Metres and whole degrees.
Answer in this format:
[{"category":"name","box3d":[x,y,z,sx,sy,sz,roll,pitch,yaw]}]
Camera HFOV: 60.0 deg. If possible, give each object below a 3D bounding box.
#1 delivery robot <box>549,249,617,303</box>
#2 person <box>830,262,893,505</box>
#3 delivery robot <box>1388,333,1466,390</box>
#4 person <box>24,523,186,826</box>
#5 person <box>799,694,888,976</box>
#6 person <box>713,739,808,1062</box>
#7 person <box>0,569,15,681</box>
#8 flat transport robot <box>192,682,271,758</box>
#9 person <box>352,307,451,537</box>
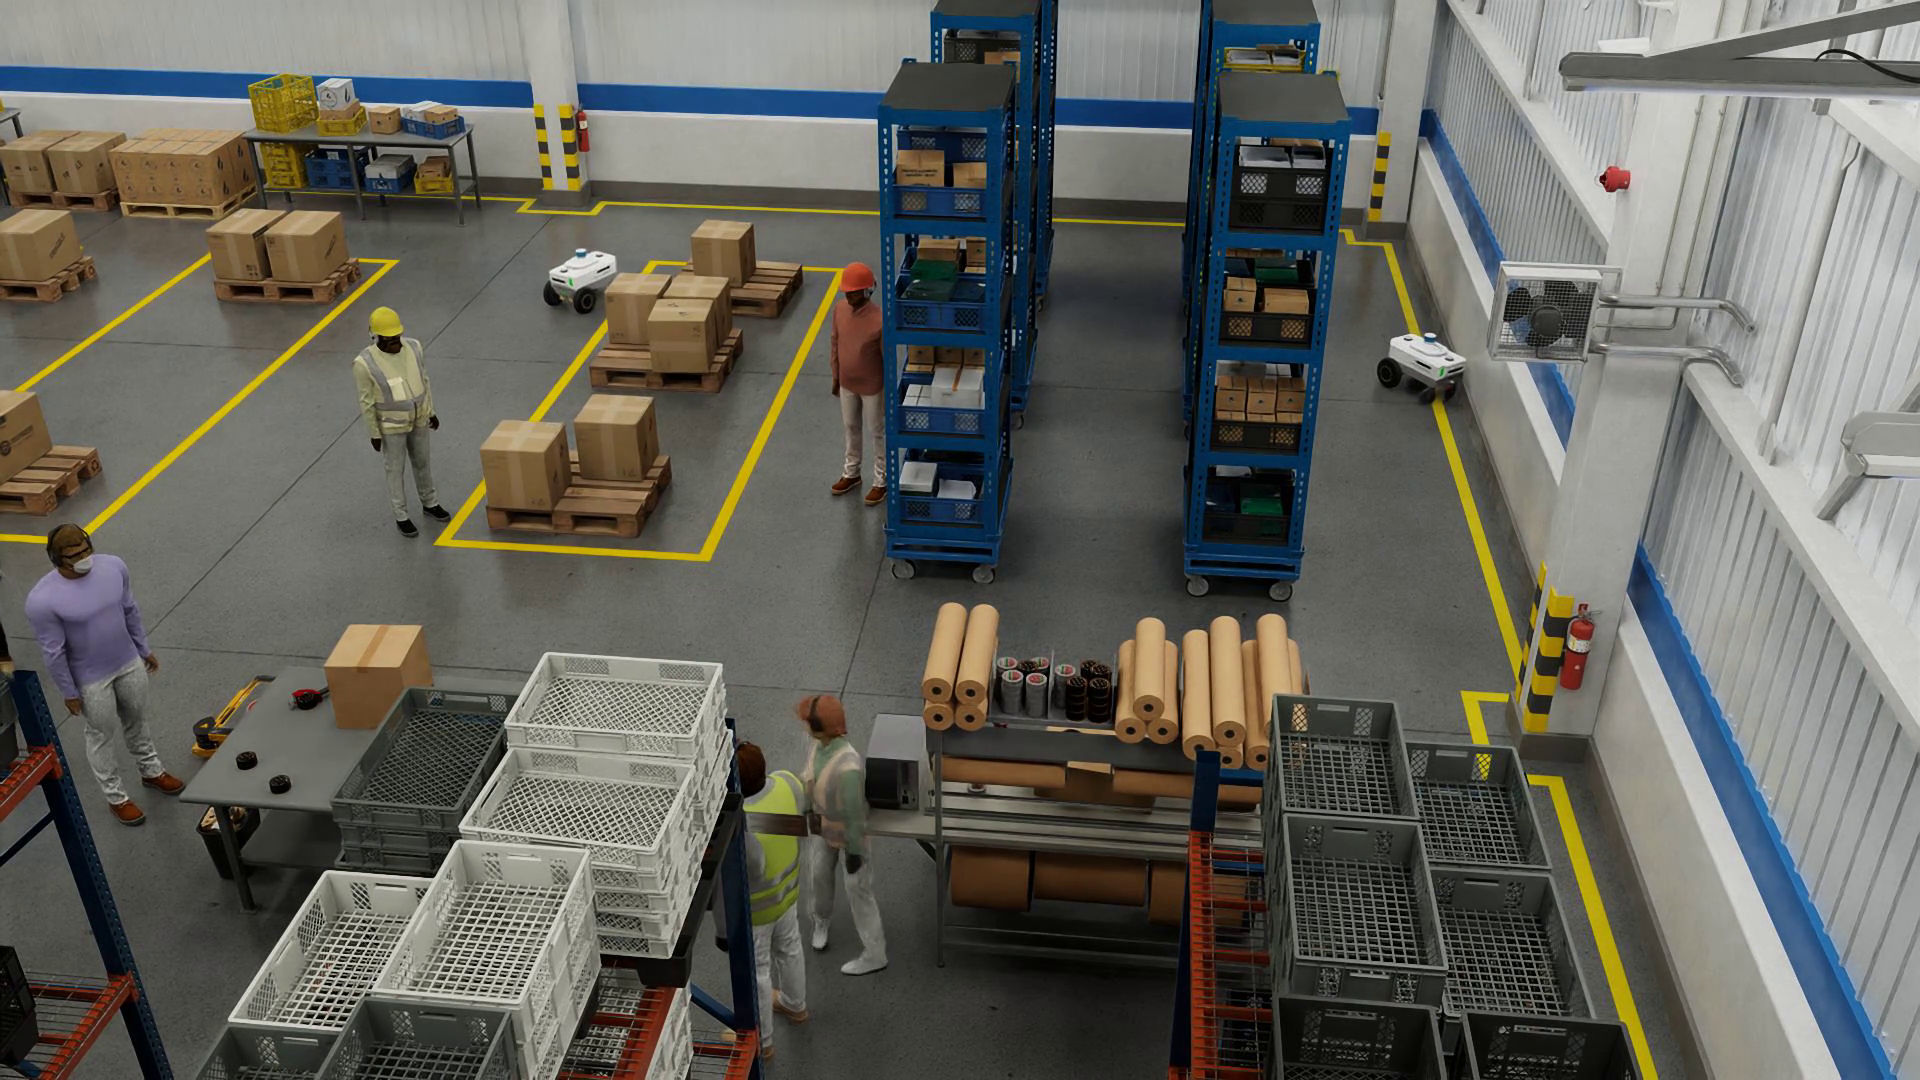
[{"category":"delivery robot","box3d":[-3.840,-2.726,16.958,0.477,0.478,0.707,18,35,27]},{"category":"person","box3d":[-0.772,-1.235,13.068,0.608,1.995,0.377,19,35,29]},{"category":"delivery robot","box3d":[4.237,-1.639,15.091,0.477,0.478,0.707,-17,34,-27]},{"category":"person","box3d":[-4.983,0.754,9.706,0.373,1.940,0.629,14,33,22]},{"category":"person","box3d":[-0.640,1.528,8.696,0.383,1.609,0.560,-17,34,-27]},{"category":"person","box3d":[-0.998,1.740,8.121,0.429,1.836,0.631,17,34,26]},{"category":"person","box3d":[-6.517,0.272,10.801,0.538,1.672,0.632,-19,35,-29]},{"category":"flat transport robot","box3d":[-4.089,1.163,10.648,1.431,0.197,0.652,3,30,6]},{"category":"person","box3d":[-4.248,-0.920,12.684,0.404,1.831,0.600,22,37,32]}]
